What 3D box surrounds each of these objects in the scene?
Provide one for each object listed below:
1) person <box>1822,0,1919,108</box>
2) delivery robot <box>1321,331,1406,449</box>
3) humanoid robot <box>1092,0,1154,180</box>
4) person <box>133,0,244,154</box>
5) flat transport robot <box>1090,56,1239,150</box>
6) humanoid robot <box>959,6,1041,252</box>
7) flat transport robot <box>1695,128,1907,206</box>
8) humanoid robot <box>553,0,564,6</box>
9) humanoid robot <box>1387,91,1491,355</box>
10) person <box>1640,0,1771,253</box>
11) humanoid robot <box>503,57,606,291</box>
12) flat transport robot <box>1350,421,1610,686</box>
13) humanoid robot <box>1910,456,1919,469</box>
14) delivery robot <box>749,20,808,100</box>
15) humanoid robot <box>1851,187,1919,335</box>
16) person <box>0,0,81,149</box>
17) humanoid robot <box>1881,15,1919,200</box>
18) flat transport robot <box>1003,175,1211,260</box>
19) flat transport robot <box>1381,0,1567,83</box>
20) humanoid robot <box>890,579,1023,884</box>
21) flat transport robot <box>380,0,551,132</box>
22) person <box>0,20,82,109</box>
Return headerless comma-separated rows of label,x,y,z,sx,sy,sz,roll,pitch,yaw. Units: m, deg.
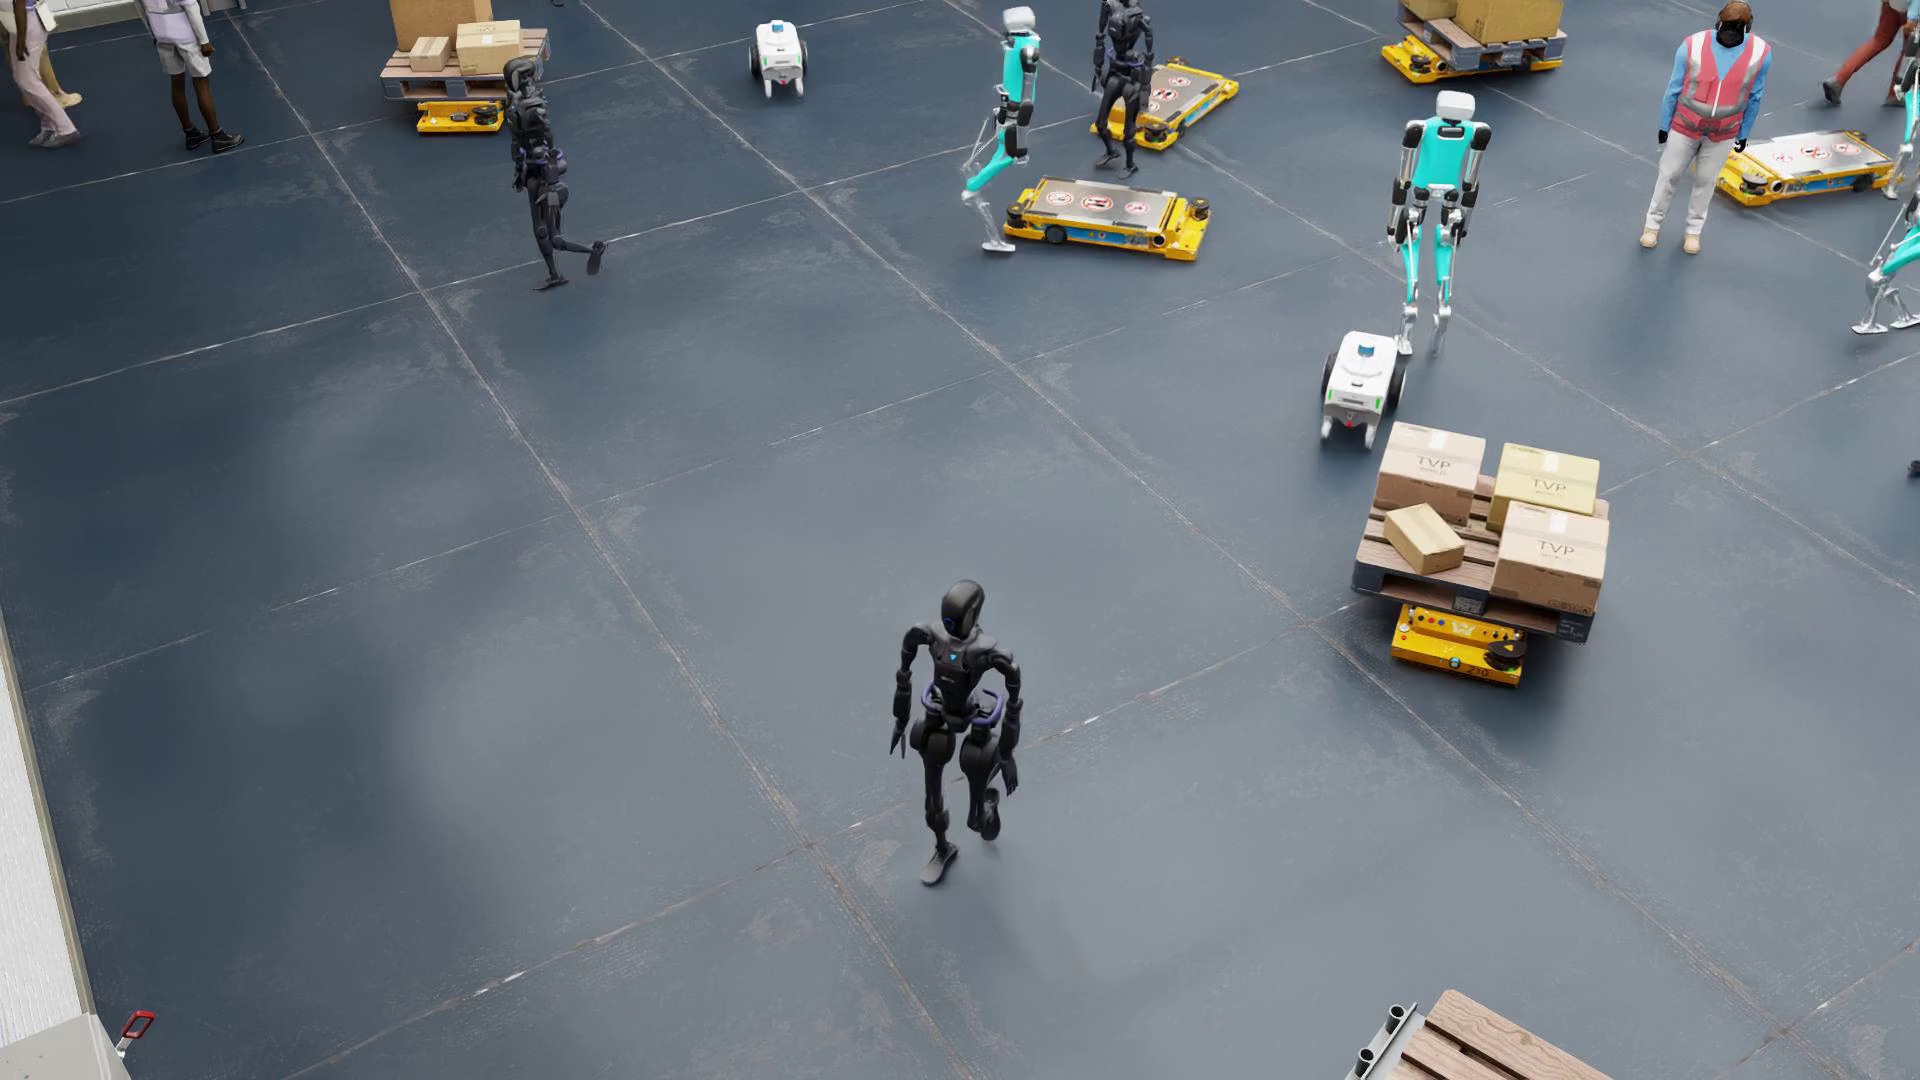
person,7.710,-4.399,13.575,0.802,1.845,0.538,-6,39,-7
delivery robot,2.480,-0.973,10.296,0.499,0.603,0.803,13,40,15
humanoid robot,1.253,-3.521,12.610,0.583,1.640,0.382,32,48,34
person,-6.087,-3.964,12.952,0.549,1.937,0.354,11,40,14
flat transport robot,1.726,-3.657,13.906,0.659,0.231,1.431,22,43,26
humanoid robot,0.201,-2.798,11.671,0.686,1.830,0.554,-8,39,-9
flat transport robot,6.563,-2.906,12.958,1.431,0.231,0.659,-10,39,-12
humanoid robot,-3.737,-5.884,15.572,0.599,1.657,0.315,-26,45,-29
humanoid robot,2.985,-1.853,10.484,0.544,1.841,0.659,0,38,1
person,5.231,-2.892,11.688,0.628,1.838,0.431,11,40,14
humanoid robot,-2.794,-2.502,11.324,0.509,1.637,0.601,-28,46,-31
flat transport robot,2.790,0.200,9.039,0.659,0.231,1.431,13,40,16
humanoid robot,6.058,-1.099,9.604,0.809,1.637,0.615,-17,42,-21
delivery robot,-1.553,-4.170,14.316,0.499,0.586,0.765,-6,39,-8
humanoid robot,6.150,-2.020,10.684,0.910,1.774,0.541,-8,39,-10
person,-7.366,-3.991,13.079,0.467,1.807,0.593,-28,46,-31
humanoid robot,7.227,-3.299,12.299,0.545,1.829,0.669,9,39,11
flat transport robot,1.093,-2.386,12.302,1.431,0.231,0.659,10,40,13
flat transport robot,4.544,-4.328,14.753,1.431,0.231,0.659,-9,39,-11
humanoid robot,-0.002,0.792,7.153,0.609,1.642,0.461,14,40,17
flat transport robot,-4.135,-3.843,14.141,0.659,0.231,1.431,-1,38,-1
person,-7.770,-4.390,13.625,0.520,1.767,0.373,11,40,14
